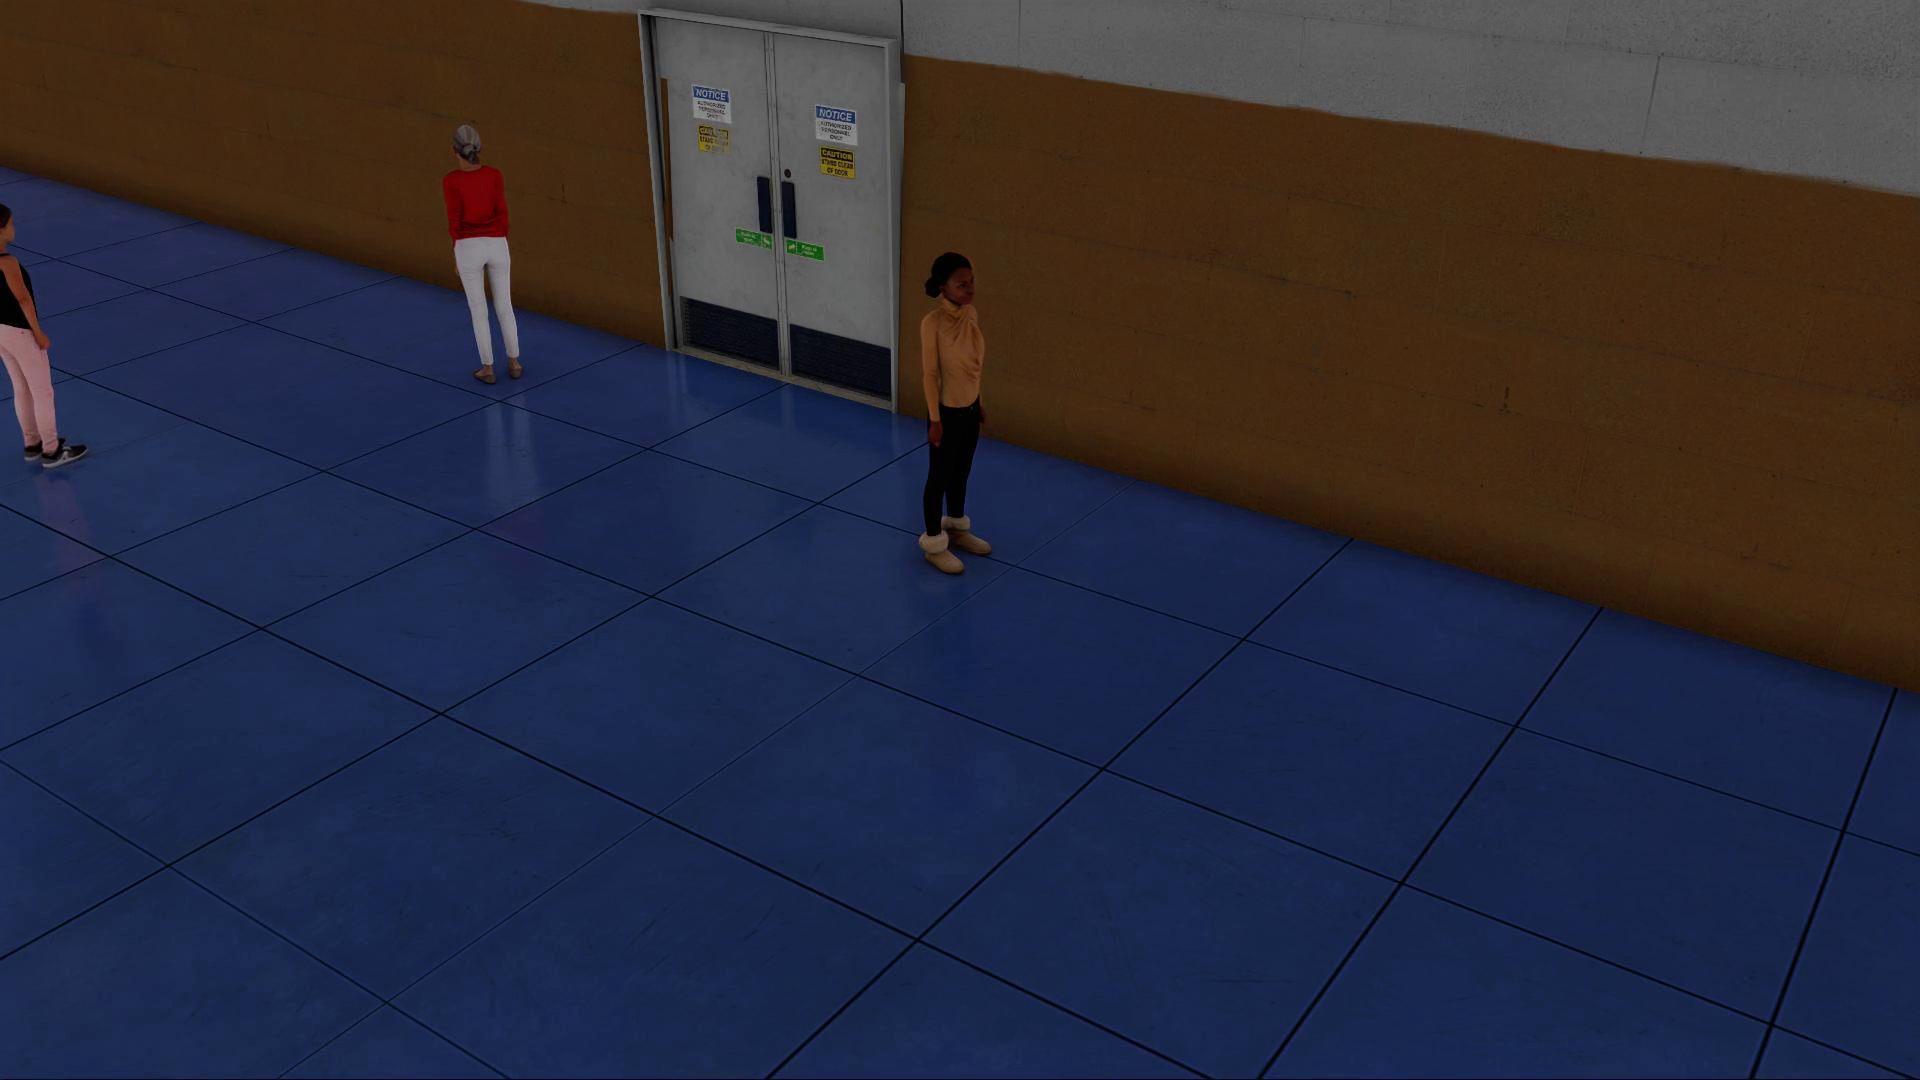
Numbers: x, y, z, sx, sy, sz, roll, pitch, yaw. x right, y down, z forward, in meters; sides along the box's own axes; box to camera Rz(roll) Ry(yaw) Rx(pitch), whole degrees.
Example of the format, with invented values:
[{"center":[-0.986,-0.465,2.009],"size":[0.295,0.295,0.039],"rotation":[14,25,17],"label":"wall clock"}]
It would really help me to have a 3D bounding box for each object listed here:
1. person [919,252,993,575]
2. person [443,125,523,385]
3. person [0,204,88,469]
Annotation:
[{"center":[-0.039,-0.662,8.478],"size":[0.631,1.660,0.490],"rotation":[18,32,31],"label":"person"},{"center":[-3.091,-1.844,10.772],"size":[0.601,1.694,0.691],"rotation":[-15,30,-27],"label":"person"},{"center":[-5.442,-1.175,9.598],"size":[0.534,1.562,0.536],"rotation":[15,30,26],"label":"person"}]
